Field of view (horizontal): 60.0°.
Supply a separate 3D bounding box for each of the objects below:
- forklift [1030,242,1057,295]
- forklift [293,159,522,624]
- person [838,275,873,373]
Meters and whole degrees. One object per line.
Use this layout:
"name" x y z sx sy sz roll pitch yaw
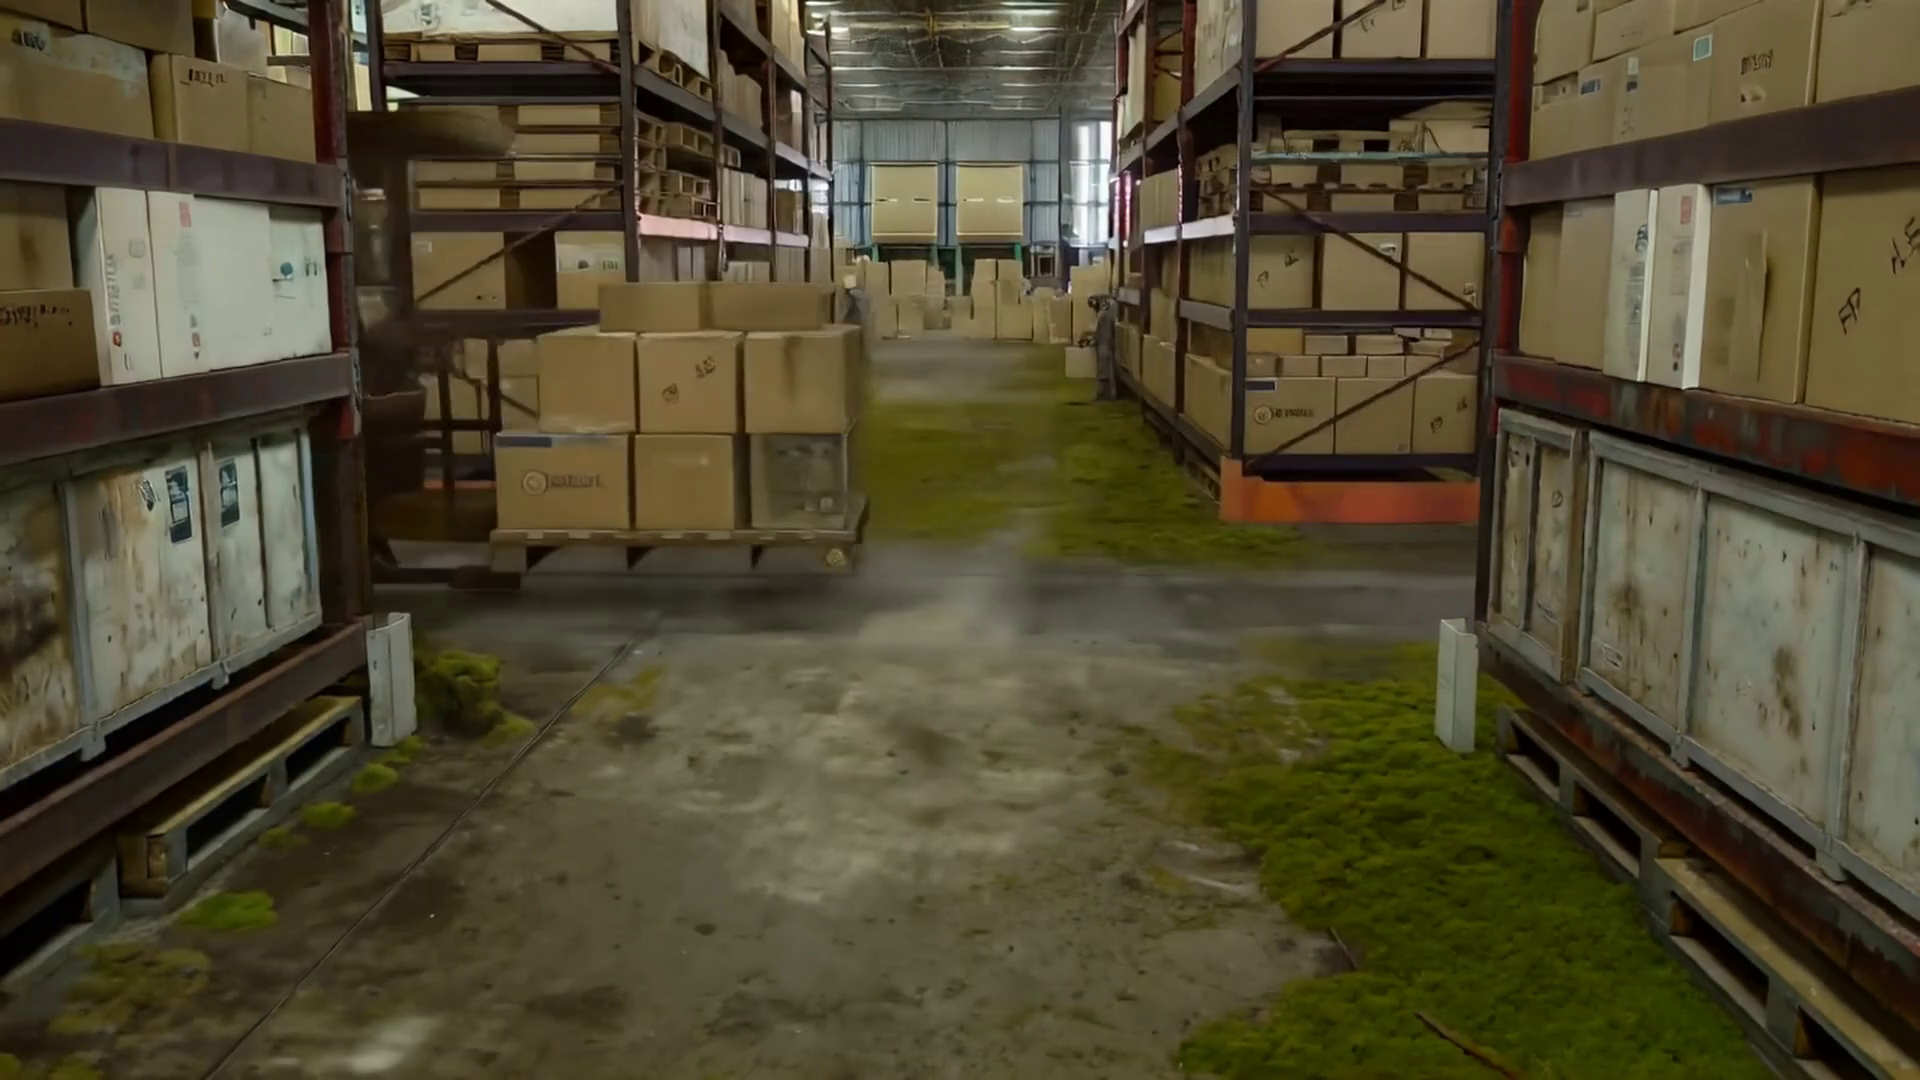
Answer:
"forklift" 3.230 -10.146 64.339 1.129 2.768 1.873 0 9 1
"forklift" -3.634 -0.985 9.465 1.873 2.768 1.129 0 9 0
"person" -1.961 -3.953 30.533 0.972 1.790 0.628 5 11 29
